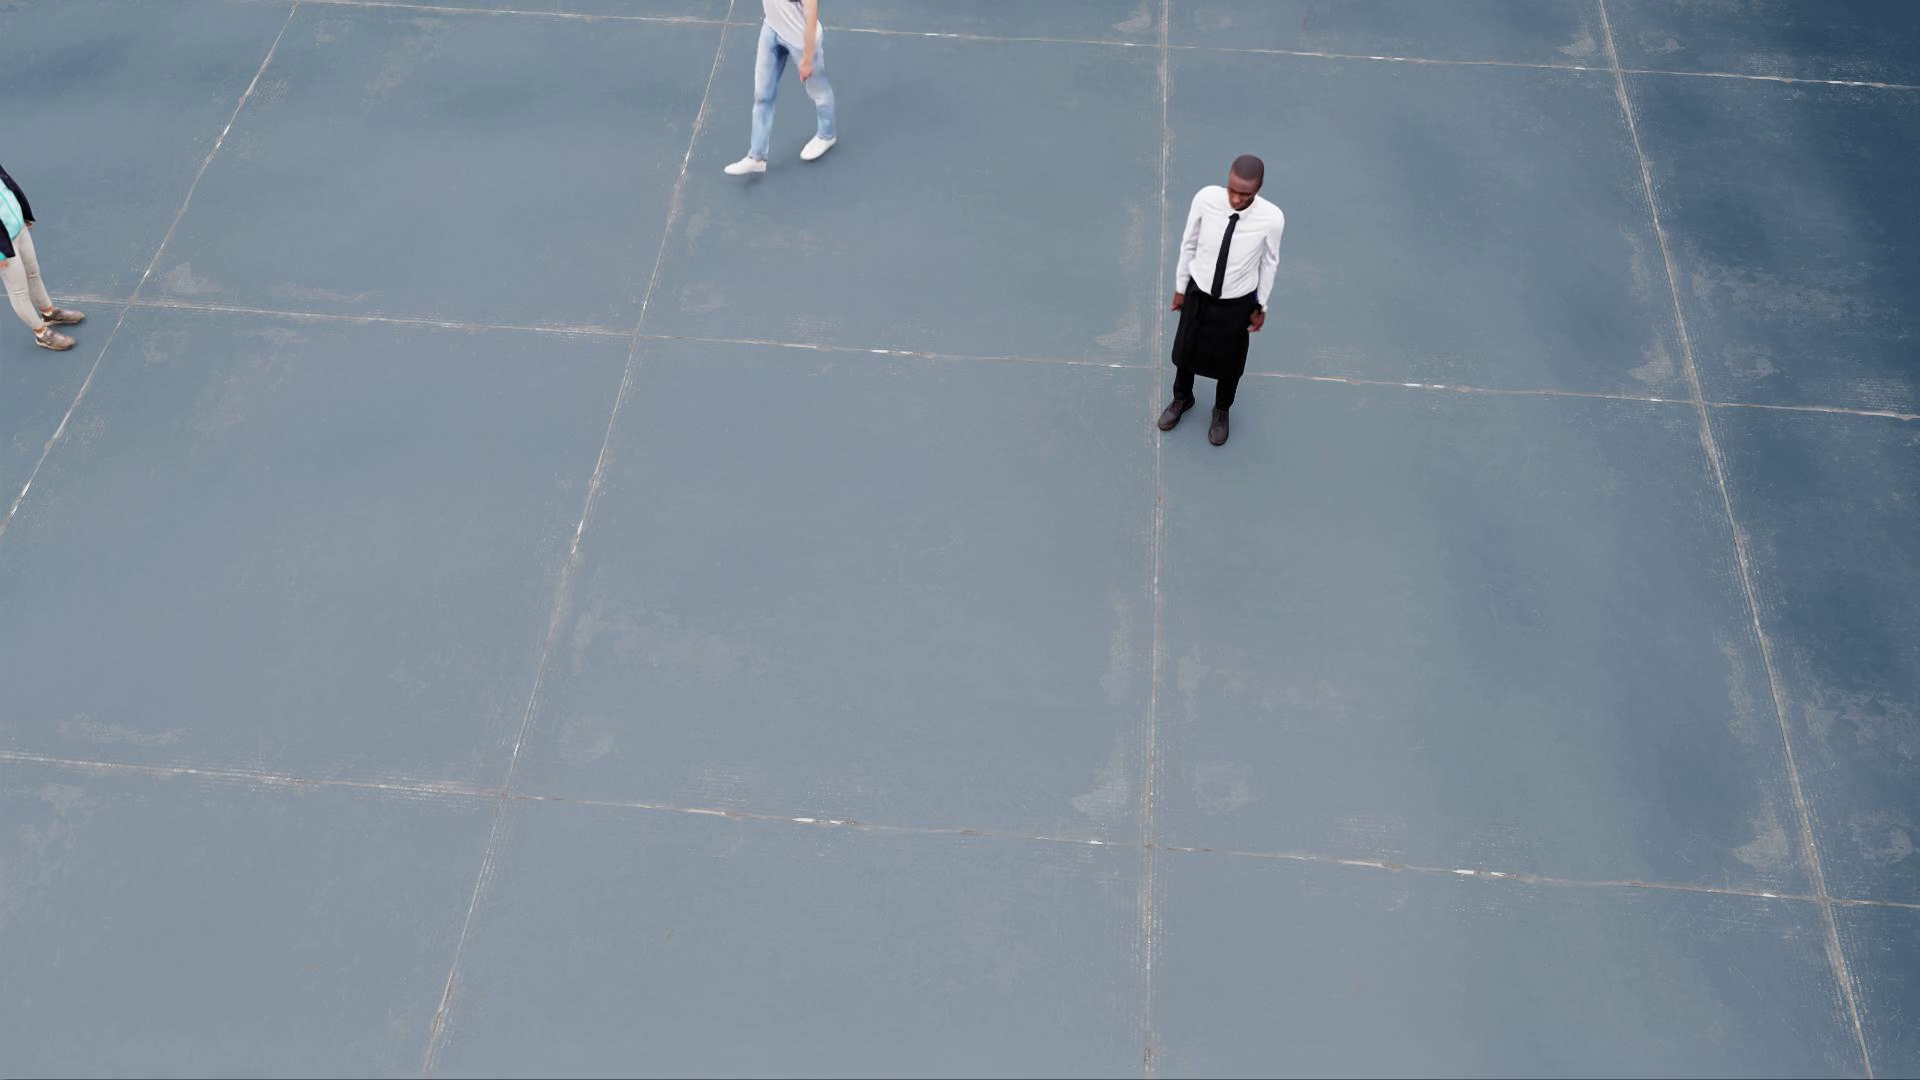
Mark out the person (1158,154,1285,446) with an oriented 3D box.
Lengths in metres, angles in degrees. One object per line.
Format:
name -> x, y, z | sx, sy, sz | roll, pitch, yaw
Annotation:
person -> 1.329, -1.233, 8.427 | 0.581, 1.836, 0.759 | 18, 54, 13

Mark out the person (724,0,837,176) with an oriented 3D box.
person -> -0.920, -3.014, 9.813 | 1.081, 1.826, 1.092 | 36, 60, 24

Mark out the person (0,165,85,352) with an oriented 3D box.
person -> -5.190, -1.666, 8.975 | 0.595, 1.501, 0.590 | 0, 52, 0
